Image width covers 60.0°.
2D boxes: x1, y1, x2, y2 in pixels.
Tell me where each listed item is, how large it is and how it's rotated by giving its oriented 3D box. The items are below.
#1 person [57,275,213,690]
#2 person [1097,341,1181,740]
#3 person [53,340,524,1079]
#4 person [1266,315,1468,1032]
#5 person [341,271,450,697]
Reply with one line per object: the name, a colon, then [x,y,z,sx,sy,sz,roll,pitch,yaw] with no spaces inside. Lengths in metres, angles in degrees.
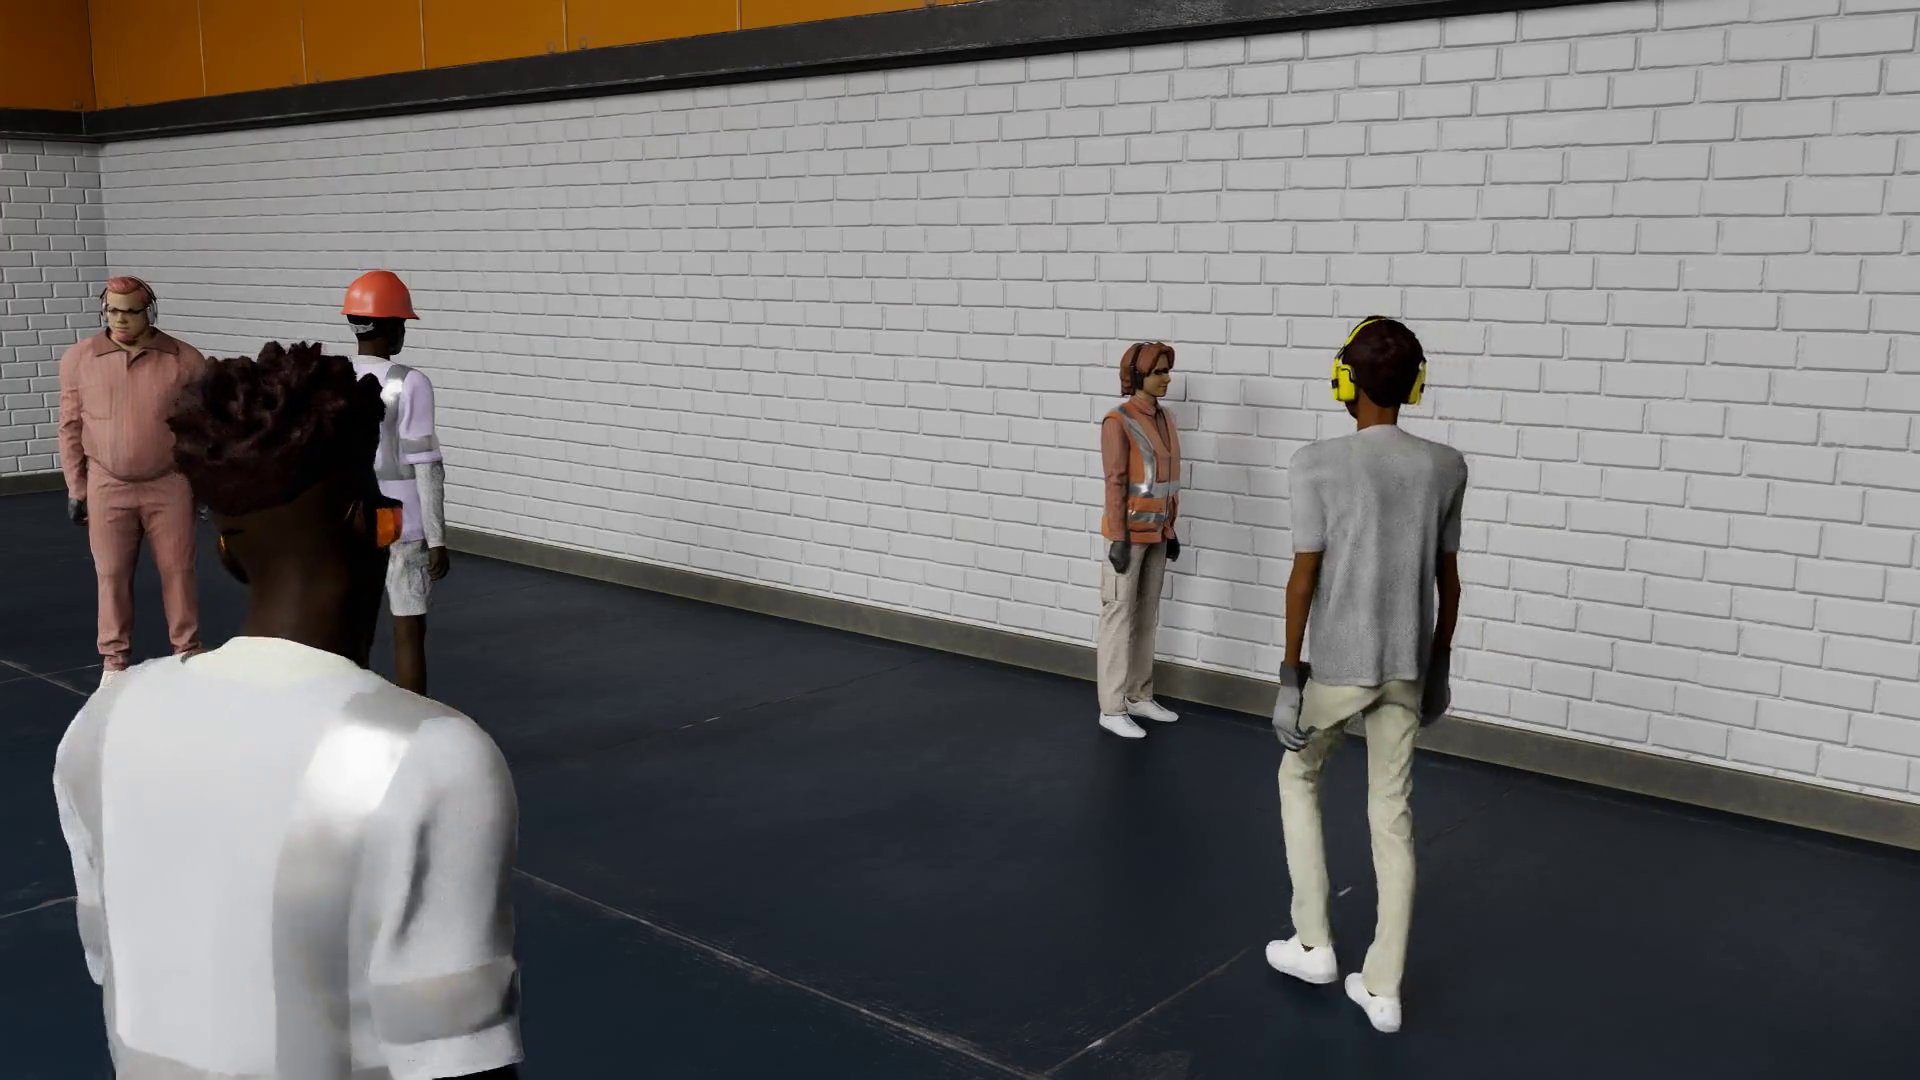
person: [-3.711,-0.238,7.538,0.637,1.902,0.406,-4,11,-23]
person: [0.754,-0.008,6.963,0.312,1.642,0.512,7,12,34]
person: [-0.710,0.754,1.834,0.643,1.932,0.476,5,11,26]
person: [1.047,0.334,4.427,0.550,1.847,0.653,-2,10,-10]
person: [-2.194,-0.053,6.374,0.550,1.935,0.376,3,10,18]
